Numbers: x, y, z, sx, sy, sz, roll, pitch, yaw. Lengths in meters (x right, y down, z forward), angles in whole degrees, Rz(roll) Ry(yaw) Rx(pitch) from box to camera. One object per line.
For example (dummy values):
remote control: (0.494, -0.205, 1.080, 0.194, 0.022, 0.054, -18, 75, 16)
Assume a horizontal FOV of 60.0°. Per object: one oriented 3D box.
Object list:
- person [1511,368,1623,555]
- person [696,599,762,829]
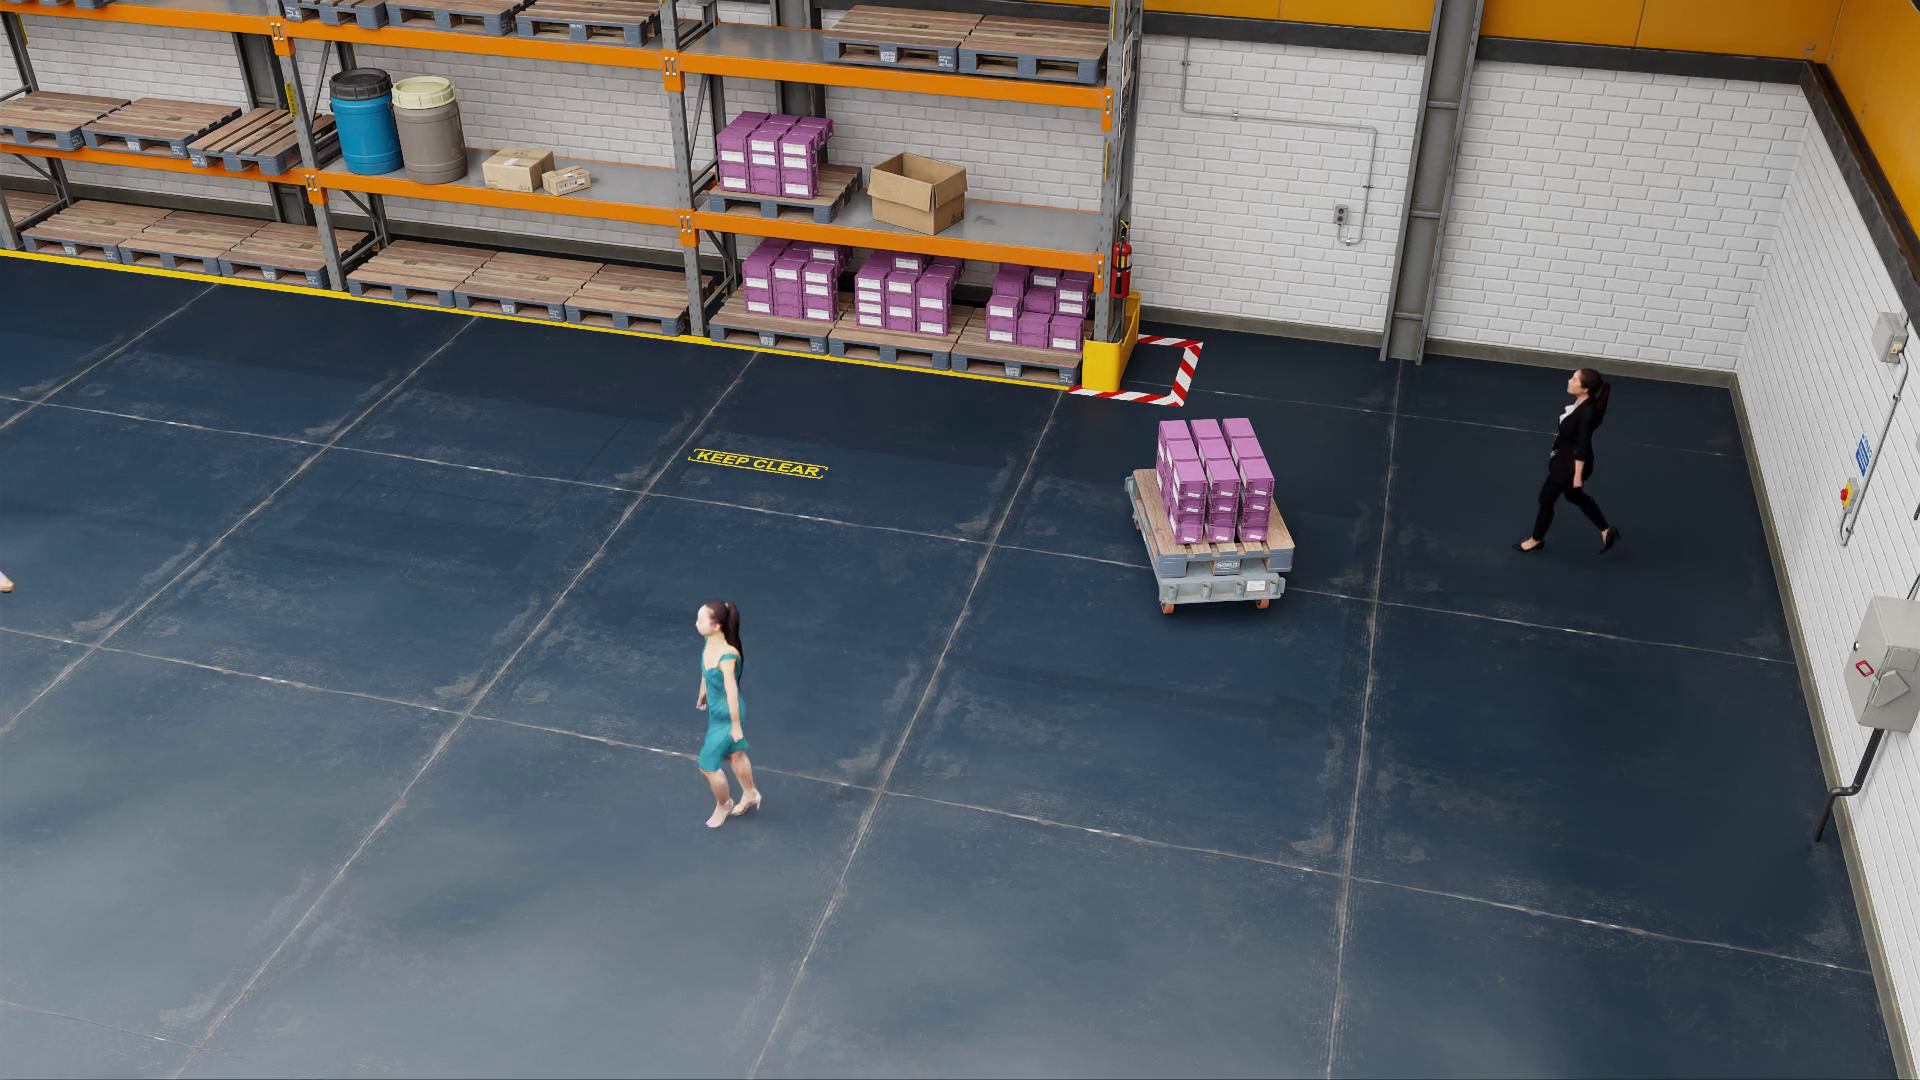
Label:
person: (4.752, -0.548, 12.667, 1.044, 1.633, 0.689, 13, 36, 19)
person: (-1.363, 1.061, 10.214, 0.771, 1.670, 0.716, -13, 36, -18)
